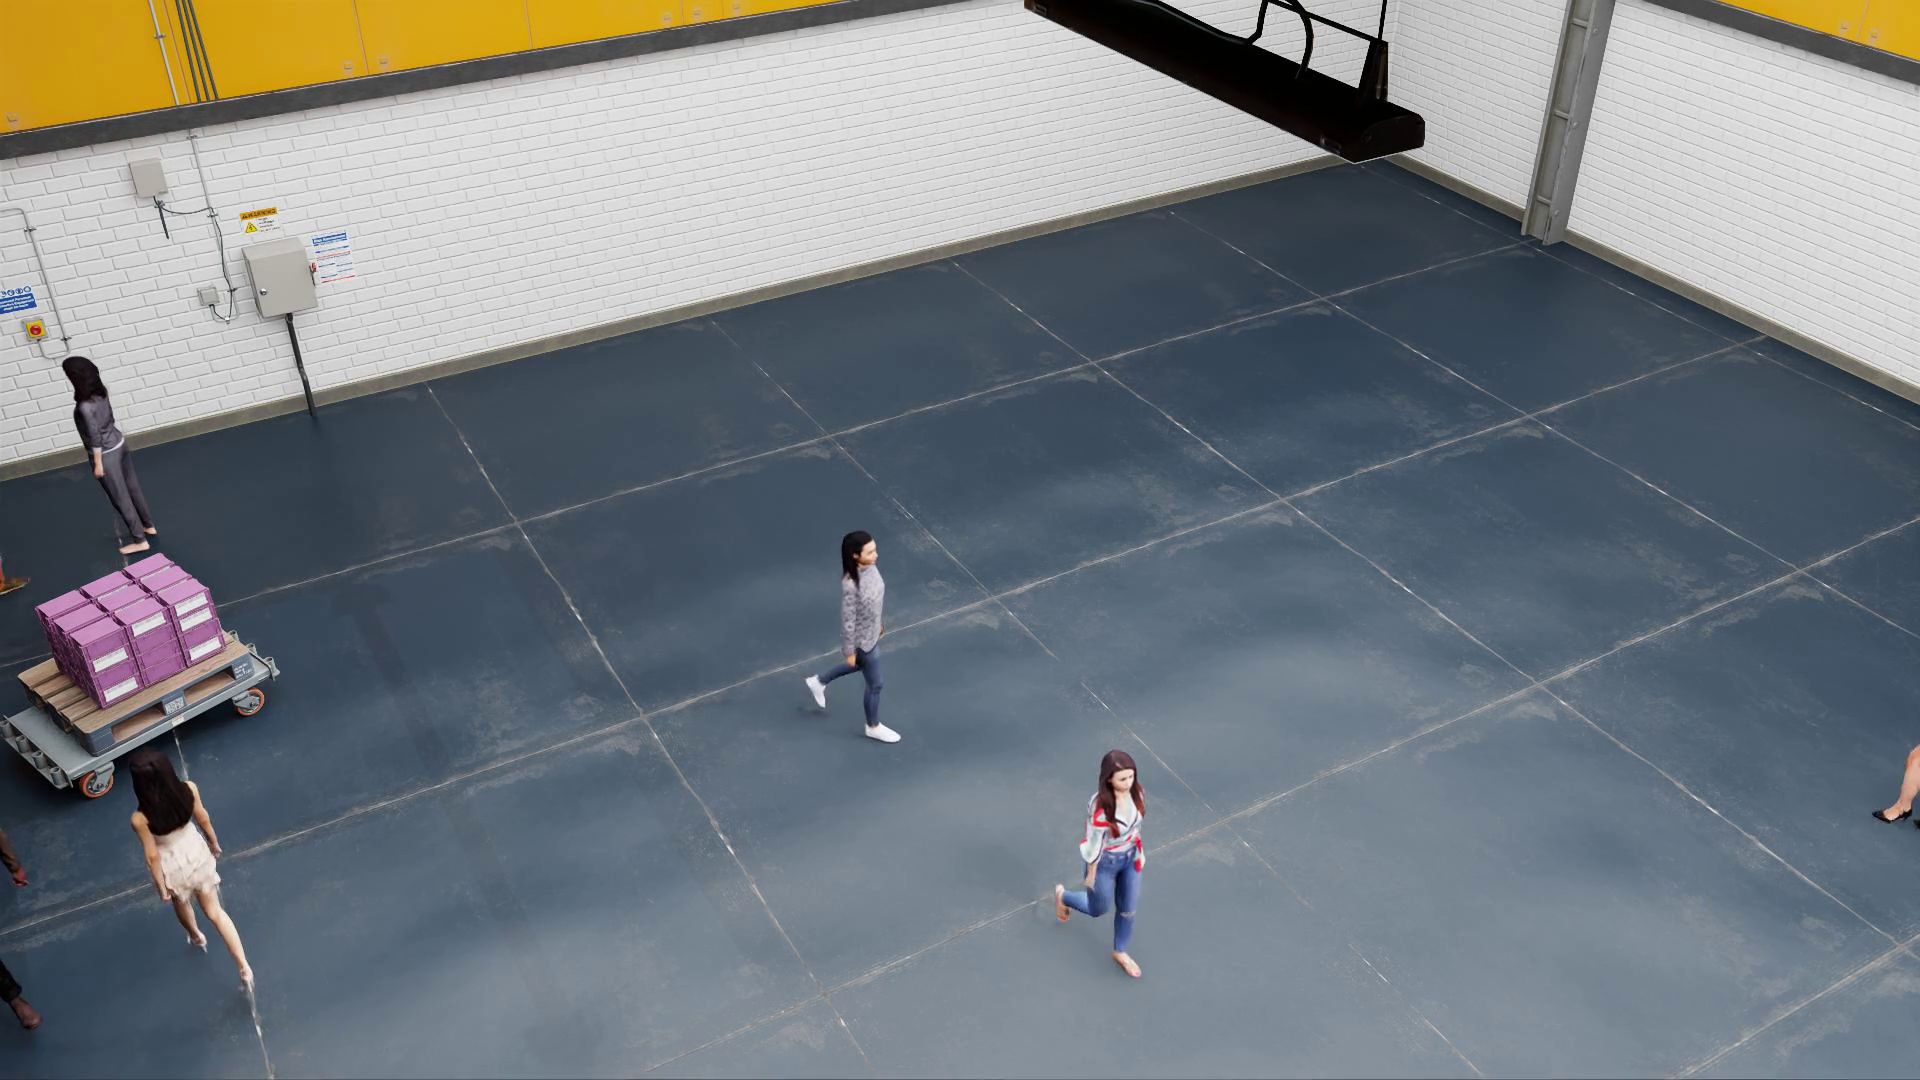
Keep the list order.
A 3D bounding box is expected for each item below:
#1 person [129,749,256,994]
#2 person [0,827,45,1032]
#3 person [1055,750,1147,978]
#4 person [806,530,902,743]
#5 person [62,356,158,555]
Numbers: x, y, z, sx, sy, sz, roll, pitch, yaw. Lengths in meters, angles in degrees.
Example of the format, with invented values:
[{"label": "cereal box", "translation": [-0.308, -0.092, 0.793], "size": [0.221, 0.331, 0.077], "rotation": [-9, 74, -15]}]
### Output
[{"label": "person", "translation": [-4.437, 1.947, 9.631], "size": [1.128, 1.701, 0.833], "rotation": [25, 41, 33]}, {"label": "person", "translation": [-5.766, 1.947, 9.542], "size": [1.209, 1.799, 1.005], "rotation": [22, 40, 30]}, {"label": "person", "translation": [0.852, 1.858, 9.859], "size": [0.675, 1.597, 0.945], "rotation": [-24, 40, -31]}, {"label": "person", "translation": [-0.757, 0.638, 11.593], "size": [1.060, 1.709, 0.994], "rotation": [10, 35, 14]}, {"label": "person", "translation": [-6.940, -0.707, 13.568], "size": [0.732, 1.763, 0.599], "rotation": [-2, 34, -3]}]
